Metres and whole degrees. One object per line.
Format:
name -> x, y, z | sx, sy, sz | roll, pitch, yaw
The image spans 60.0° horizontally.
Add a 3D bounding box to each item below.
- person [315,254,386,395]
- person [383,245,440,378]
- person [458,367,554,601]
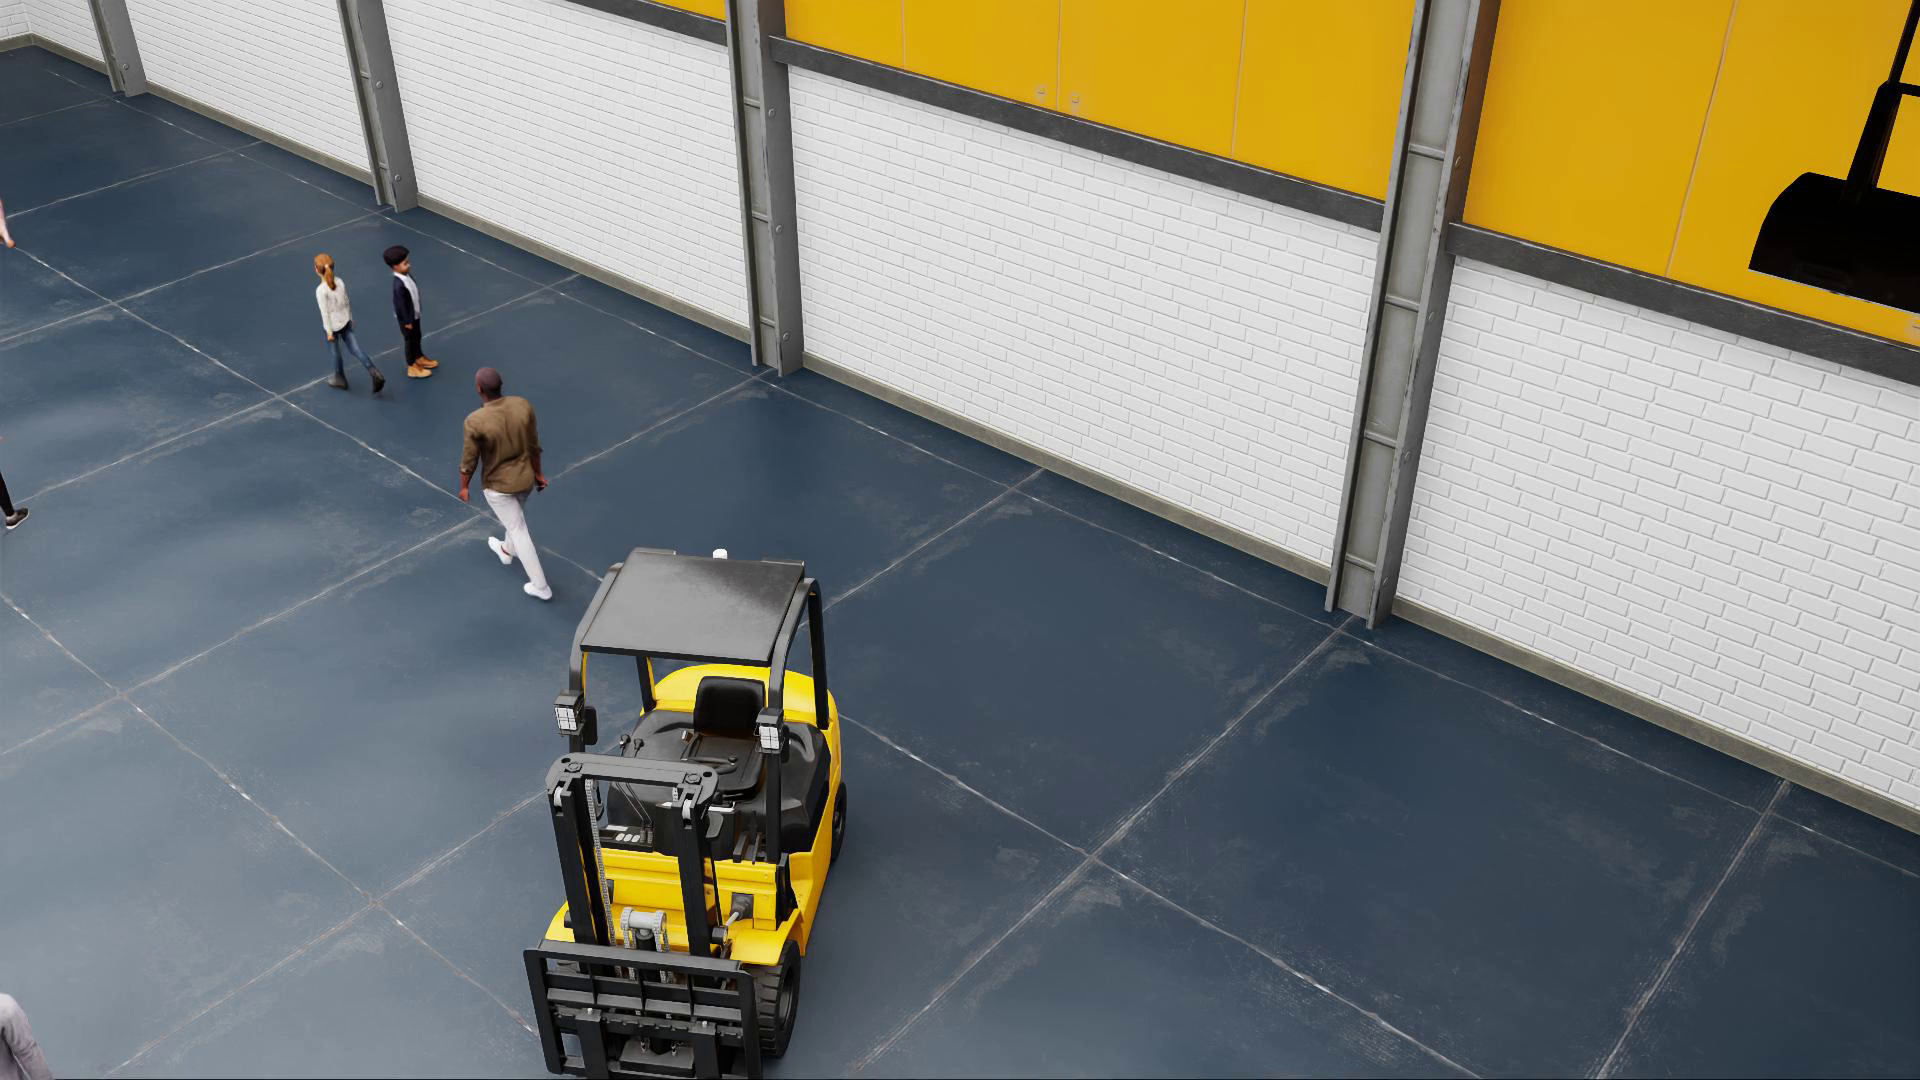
person -> -5.387, -1.861, 14.577 | 0.939, 1.295, 0.592 | 17, 37, 24
person -> -4.971, -2.059, 14.940 | 0.632, 1.224, 0.587 | 1, 34, 2
person -> -3.172, -0.361, 11.868 | 1.063, 1.795, 0.753 | 25, 41, 33
